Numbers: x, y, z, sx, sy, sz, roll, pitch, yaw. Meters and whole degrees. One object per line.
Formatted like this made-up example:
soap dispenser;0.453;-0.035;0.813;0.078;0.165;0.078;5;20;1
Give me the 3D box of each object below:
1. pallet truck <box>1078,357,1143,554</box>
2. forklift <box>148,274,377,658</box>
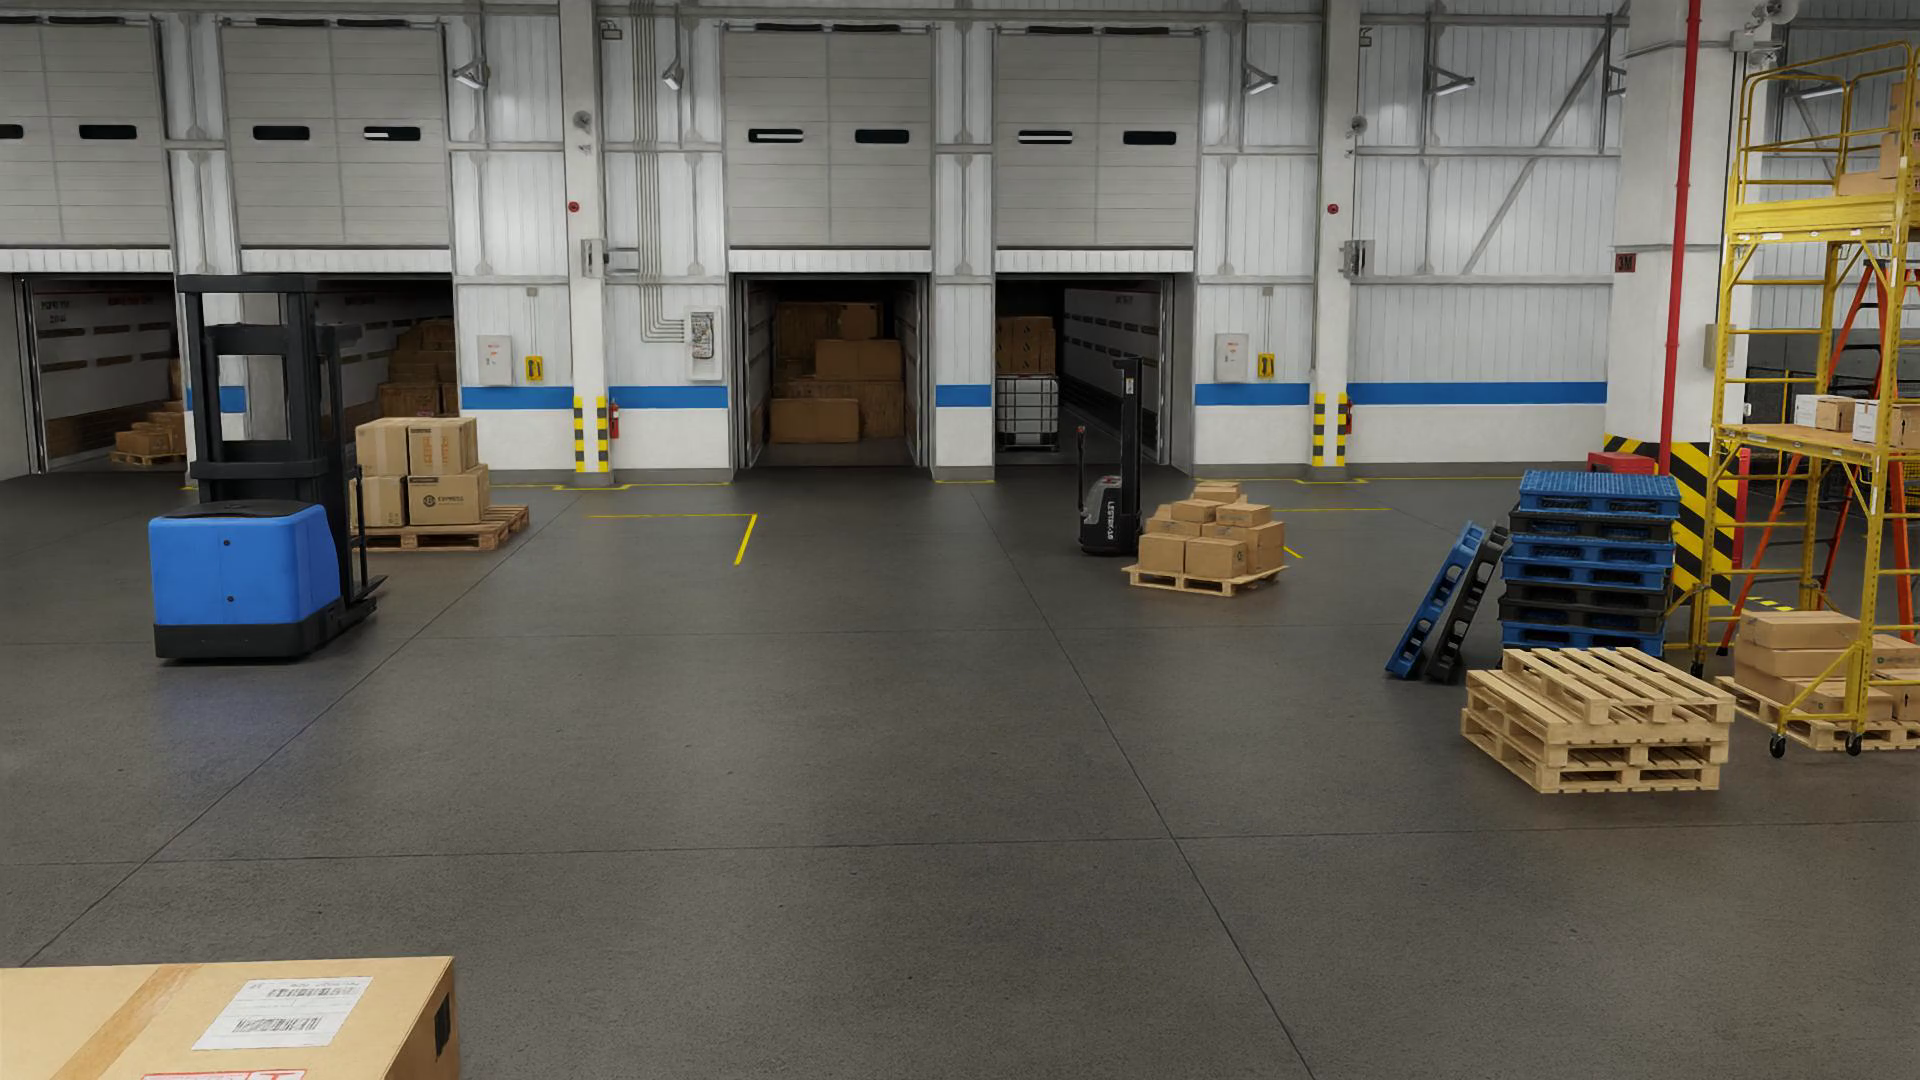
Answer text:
pallet truck;2.088;-0.836;16.757;1.885;1.965;0.823;2;9;13
forklift;-5.348;-0.627;12.681;1.129;2.768;1.873;-1;9;-4
